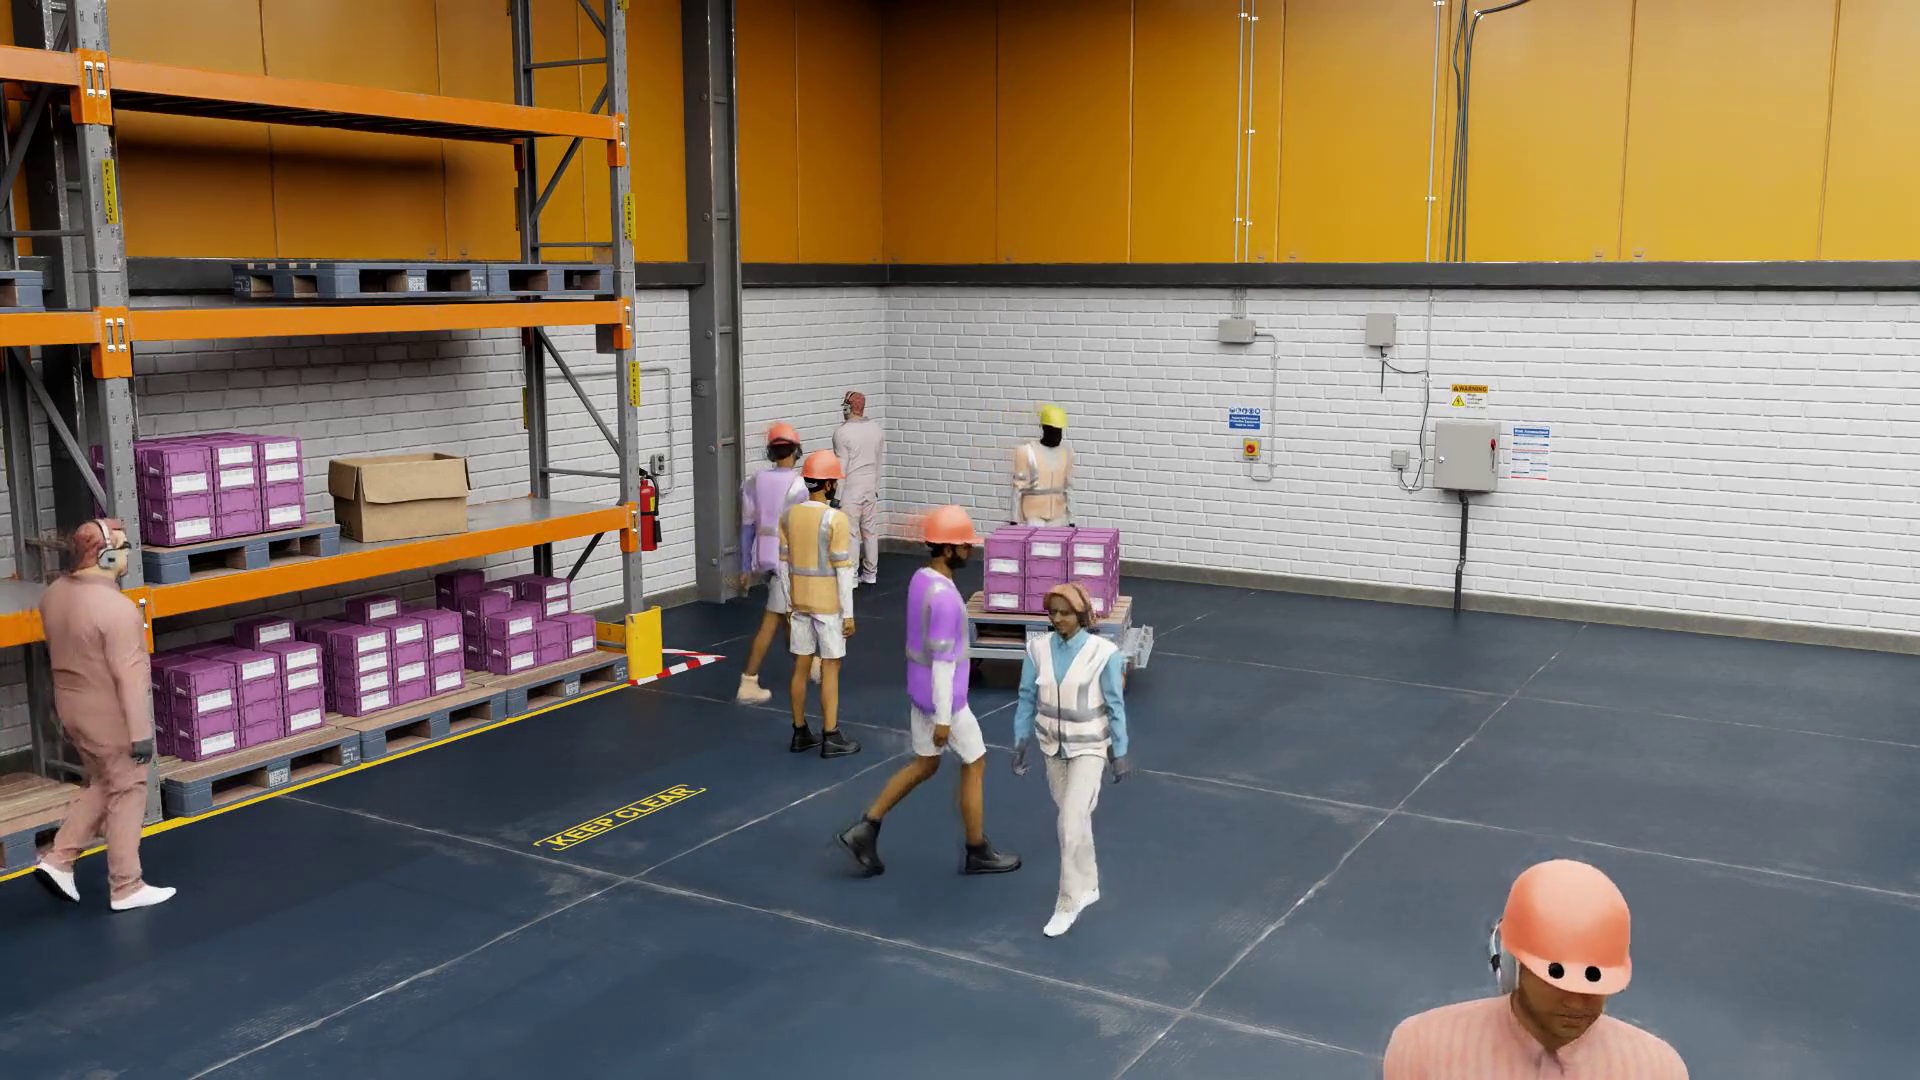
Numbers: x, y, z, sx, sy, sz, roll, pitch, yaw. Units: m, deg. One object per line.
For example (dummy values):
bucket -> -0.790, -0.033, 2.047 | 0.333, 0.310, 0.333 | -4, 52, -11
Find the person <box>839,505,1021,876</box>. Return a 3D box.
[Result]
person -> -0.150, 0.765, 8.286 | 0.859, 1.908, 0.544 | -3, 10, -19

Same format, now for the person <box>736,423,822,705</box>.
person -> -1.242, 0.155, 11.896 | 0.597, 1.964, 1.096 | 7, 11, 37

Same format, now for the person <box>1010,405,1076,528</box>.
person -> 0.746, -0.217, 14.386 | 0.603, 1.902, 0.497 | -6, 11, -31

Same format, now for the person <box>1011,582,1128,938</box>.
person -> 0.466, 1.000, 7.685 | 0.532, 1.606, 0.691 | 7, 11, 37

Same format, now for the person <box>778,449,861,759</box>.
person -> -0.873, 0.396, 10.469 | 0.550, 1.935, 0.375 | 7, 11, 36

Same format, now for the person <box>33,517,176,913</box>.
person -> -4.042, 0.842, 7.822 | 0.661, 1.893, 0.490 | 6, 11, 32

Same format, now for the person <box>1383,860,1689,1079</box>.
person -> 1.123, 1.541, 3.364 | 0.601, 1.945, 1.054 | 2, 9, 14

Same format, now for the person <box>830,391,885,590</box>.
person -> -1.020, -0.478, 16.022 | 0.409, 1.909, 0.643 | 7, 12, 38
